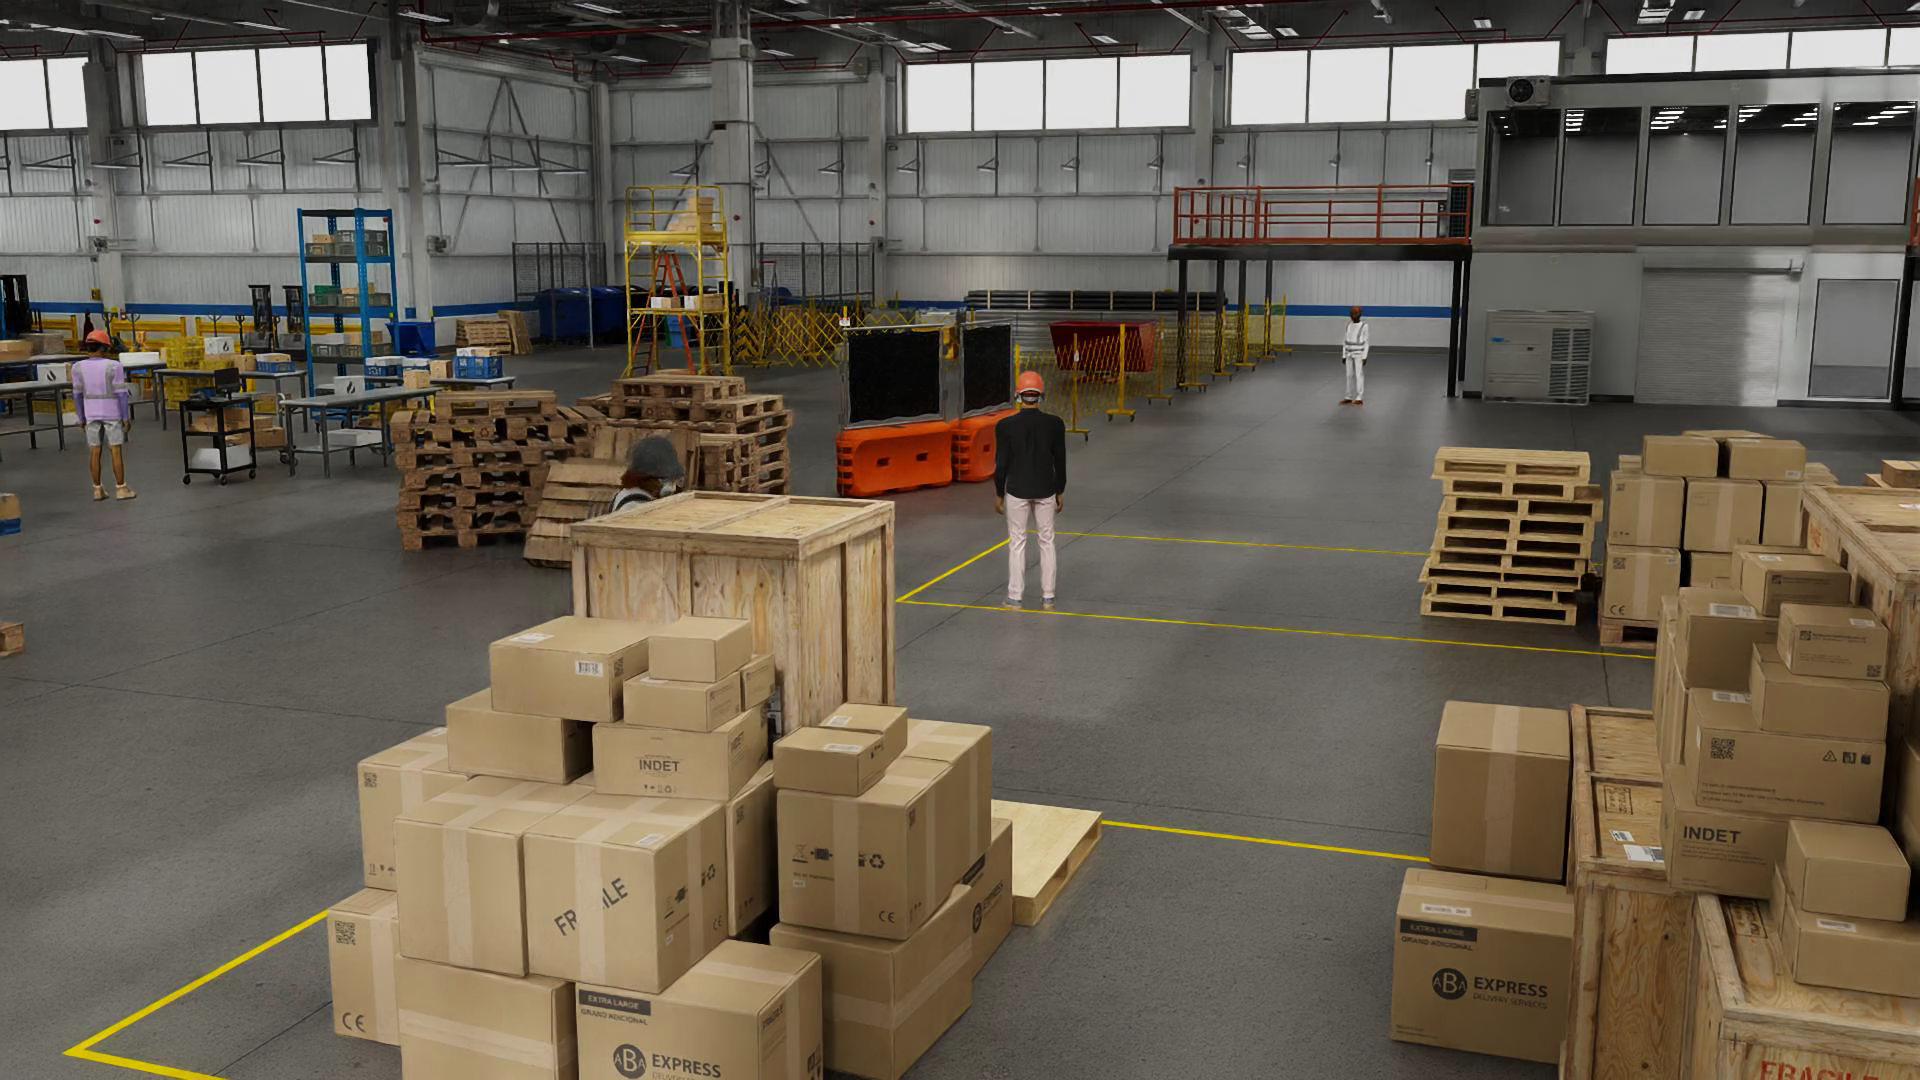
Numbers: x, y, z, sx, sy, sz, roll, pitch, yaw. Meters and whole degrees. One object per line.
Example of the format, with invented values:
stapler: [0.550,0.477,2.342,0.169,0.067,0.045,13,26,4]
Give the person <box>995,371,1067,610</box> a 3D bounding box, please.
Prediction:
person: [0.584,-0.403,13.835,0.611,1.995,0.375,-2,10,-10]

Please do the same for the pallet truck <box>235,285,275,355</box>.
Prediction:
pallet truck: [-18.327,-5.835,44.421,0.823,1.965,1.885,4,11,23]

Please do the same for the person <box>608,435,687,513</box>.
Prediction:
person: [-1.721,0.386,9.267,0.551,2.000,0.701,-4,11,-23]

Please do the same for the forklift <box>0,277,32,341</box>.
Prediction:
forklift: [-27.151,-6.329,46.328,1.157,1.987,2.680,3,11,17]

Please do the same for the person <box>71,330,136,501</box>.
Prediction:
person: [-10.159,-1.470,19.740,0.605,2.035,0.385,-1,10,-4]

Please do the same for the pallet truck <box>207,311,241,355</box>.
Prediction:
pallet truck: [-19.537,-5.575,44.913,0.653,1.274,1.630,3,11,19]

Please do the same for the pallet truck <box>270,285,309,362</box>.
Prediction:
pallet truck: [-17.147,-5.700,43.663,0.823,1.965,1.885,3,11,17]

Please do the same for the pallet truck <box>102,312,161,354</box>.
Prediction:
pallet truck: [-23.057,-5.777,46.261,0.680,1.201,1.601,3,11,19]

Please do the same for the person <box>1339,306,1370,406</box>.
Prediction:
person: [7.468,-3.479,31.471,0.340,1.882,0.585,-7,12,-35]

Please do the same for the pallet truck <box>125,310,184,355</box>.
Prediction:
pallet truck: [-22.038,-5.665,45.457,0.704,1.261,1.522,3,11,17]
